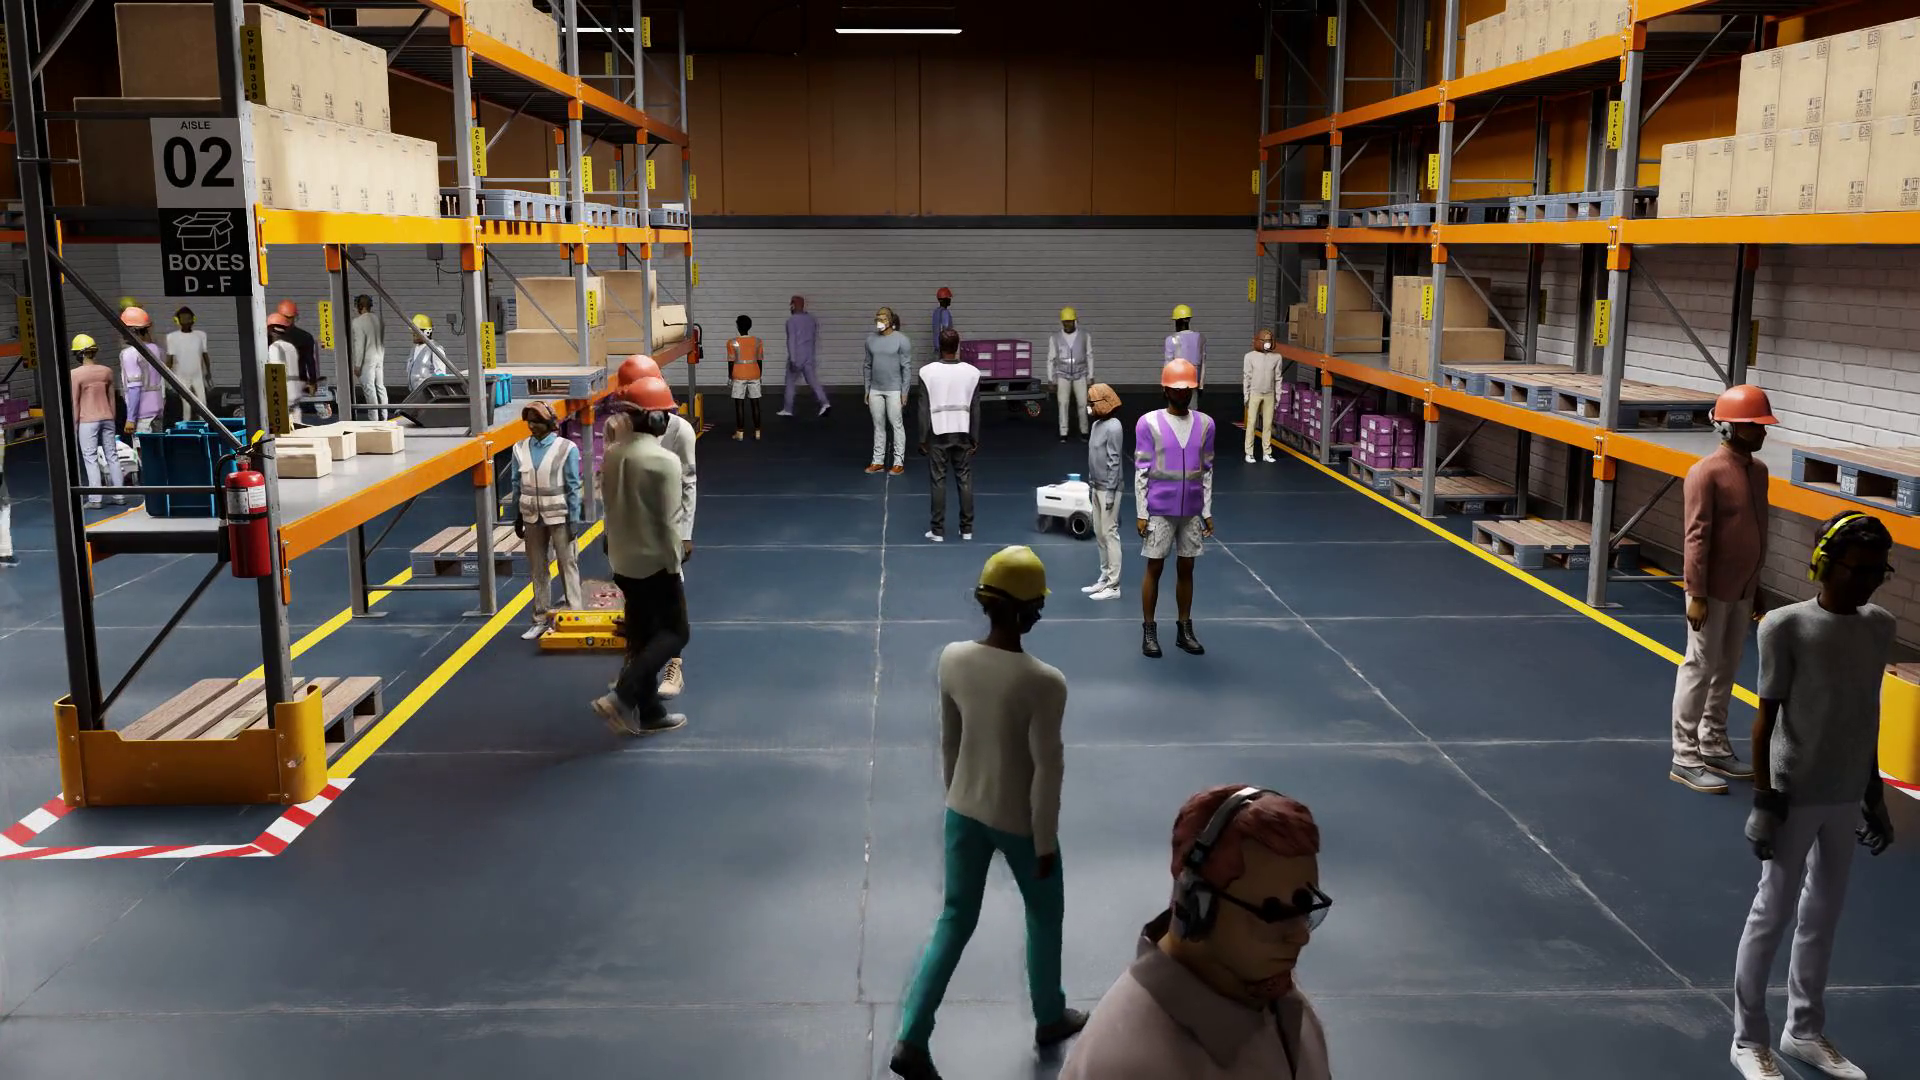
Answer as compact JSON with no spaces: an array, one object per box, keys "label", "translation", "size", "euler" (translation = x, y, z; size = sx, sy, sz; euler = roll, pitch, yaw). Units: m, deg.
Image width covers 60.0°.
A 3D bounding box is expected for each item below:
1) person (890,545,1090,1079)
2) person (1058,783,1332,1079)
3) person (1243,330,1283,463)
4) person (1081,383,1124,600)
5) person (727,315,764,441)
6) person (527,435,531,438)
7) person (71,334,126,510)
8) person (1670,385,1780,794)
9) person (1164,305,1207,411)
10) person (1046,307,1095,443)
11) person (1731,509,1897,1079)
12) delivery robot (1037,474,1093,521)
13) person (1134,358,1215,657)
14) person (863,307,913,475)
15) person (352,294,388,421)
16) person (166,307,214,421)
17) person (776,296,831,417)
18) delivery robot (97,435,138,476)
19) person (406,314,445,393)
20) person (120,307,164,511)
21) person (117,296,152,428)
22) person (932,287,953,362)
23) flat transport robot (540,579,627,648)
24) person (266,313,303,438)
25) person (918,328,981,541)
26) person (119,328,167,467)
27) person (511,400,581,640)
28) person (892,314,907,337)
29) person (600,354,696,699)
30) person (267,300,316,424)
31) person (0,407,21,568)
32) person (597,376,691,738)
[{"label":"person","translation":[0.088,0.877,5.317],"size":[0.532,1.732,0.853],"euler":[8,13,38]},{"label":"person","translation":[0.395,1.292,2.542],"size":[0.403,1.904,0.637],"euler":[6,12,28]},{"label":"person","translation":[3.677,-1.744,20.229],"size":[0.493,1.625,0.281],"euler":[-1,10,-8]},{"label":"person","translation":[1.077,-0.370,12.573],"size":[0.299,1.623,0.503],"euler":[-3,11,-15]},{"label":"person","translation":[-2.905,-2.192,22.510],"size":[0.535,1.700,0.317],"euler":[-6,12,-30]},{"label":"person","translation":[-5.446,-2.043,21.312],"size":[0.620,1.836,0.429],"euler":[-6,12,-32]},{"label":"person","translation":[-8.740,-1.186,16.760],"size":[0.348,1.759,0.521],"euler":[4,11,23]},{"label":"person","translation":[3.767,0.232,8.180],"size":[0.614,1.994,0.381],"euler":[-8,13,-37]},{"label":"person","translation":[2.730,-1.911,20.347],"size":[0.592,1.919,0.398],"euler":[-5,11,-24]},{"label":"person","translation":[1.486,-2.207,22.248],"size":[0.644,1.823,0.412],"euler":[1,10,3]},{"label":"person","translation":[2.719,0.825,5.245],"size":[0.516,1.865,0.329],"euler":[-3,11,-17]},{"label":"delivery robot","translation":[1.050,-0.363,15.246],"size":[0.707,0.478,0.477],"euler":[8,13,39]},{"label":"person","translation":[1.399,-0.208,10.791],"size":[0.544,1.939,0.354],"euler":[-3,11,-14]},{"label":"person","translation":[-0.848,-1.714,19.179],"size":[0.632,1.939,0.368],"euler":[6,12,28]},{"label":"person","translation":[-8.416,-2.524,23.692],"size":[0.369,1.938,0.630],"euler":[3,11,16]},{"label":"person","translation":[-9.828,-2.046,21.296],"size":[0.563,1.835,0.896],"euler":[-7,12,-34]},{"label":"person","translation":[-2.381,-2.807,25.491],"size":[0.949,1.870,0.657],"euler":[8,13,36]},{"label":"delivery robot","translation":[-9.295,-0.914,18.317],"size":[0.477,0.478,0.707],"euler":[-7,12,-34]},{"label":"person","translation":[-6.295,-1.735,19.593],"size":[0.590,1.833,0.404],"euler":[8,13,39]},{"label":"person","translation":[-8.047,-1.264,16.369],"size":[0.367,2.048,0.607],"euler":[0,10,-2]},{"label":"person","translation":[-11.832,-2.534,23.828],"size":[0.446,1.911,0.595],"euler":[5,11,25]},{"label":"person","translation":[-0.256,-3.187,27.377],"size":[0.342,1.942,0.552],"euler":[-5,11,-24]},{"label":"flat transport robot","translation":[-2.440,0.493,11.534],"size":[0.652,0.197,1.431],"euler":[0,10,-2]},{"label":"person","translation":[-7.461,-1.542,18.340],"size":[0.621,1.893,0.584],"euler":[2,10,10]},{"label":"person","translation":[-0.090,-0.942,14.983],"size":[0.594,1.909,0.412],"euler":[-3,11,-19]},{"label":"person","translation":[-9.735,-1.742,19.876],"size":[0.487,1.746,0.287],"euler":[-2,10,-9]},{"label":"person","translation":[-2.770,-0.124,11.175],"size":[0.515,1.634,0.311],"euler":[3,11,16]},{"label":"person","translation":[-1.072,-2.674,25.446],"size":[0.532,1.619,0.533],"euler":[0,10,1]},{"label":"person","translation":[-1.845,-0.072,9.771],"size":[0.605,2.035,0.385],"euler":[3,11,17]},{"label":"person","translation":[-8.377,-2.018,20.809],"size":[0.623,1.965,0.925],"euler":[0,10,2]},{"label":"person","translation":[-7.984,-0.629,13.479],"size":[0.608,1.808,0.631],"euler":[-1,10,-4]},{"label":"person","translation":[-1.722,0.118,8.885],"size":[0.611,1.978,0.574],"euler":[9,13,40]}]
